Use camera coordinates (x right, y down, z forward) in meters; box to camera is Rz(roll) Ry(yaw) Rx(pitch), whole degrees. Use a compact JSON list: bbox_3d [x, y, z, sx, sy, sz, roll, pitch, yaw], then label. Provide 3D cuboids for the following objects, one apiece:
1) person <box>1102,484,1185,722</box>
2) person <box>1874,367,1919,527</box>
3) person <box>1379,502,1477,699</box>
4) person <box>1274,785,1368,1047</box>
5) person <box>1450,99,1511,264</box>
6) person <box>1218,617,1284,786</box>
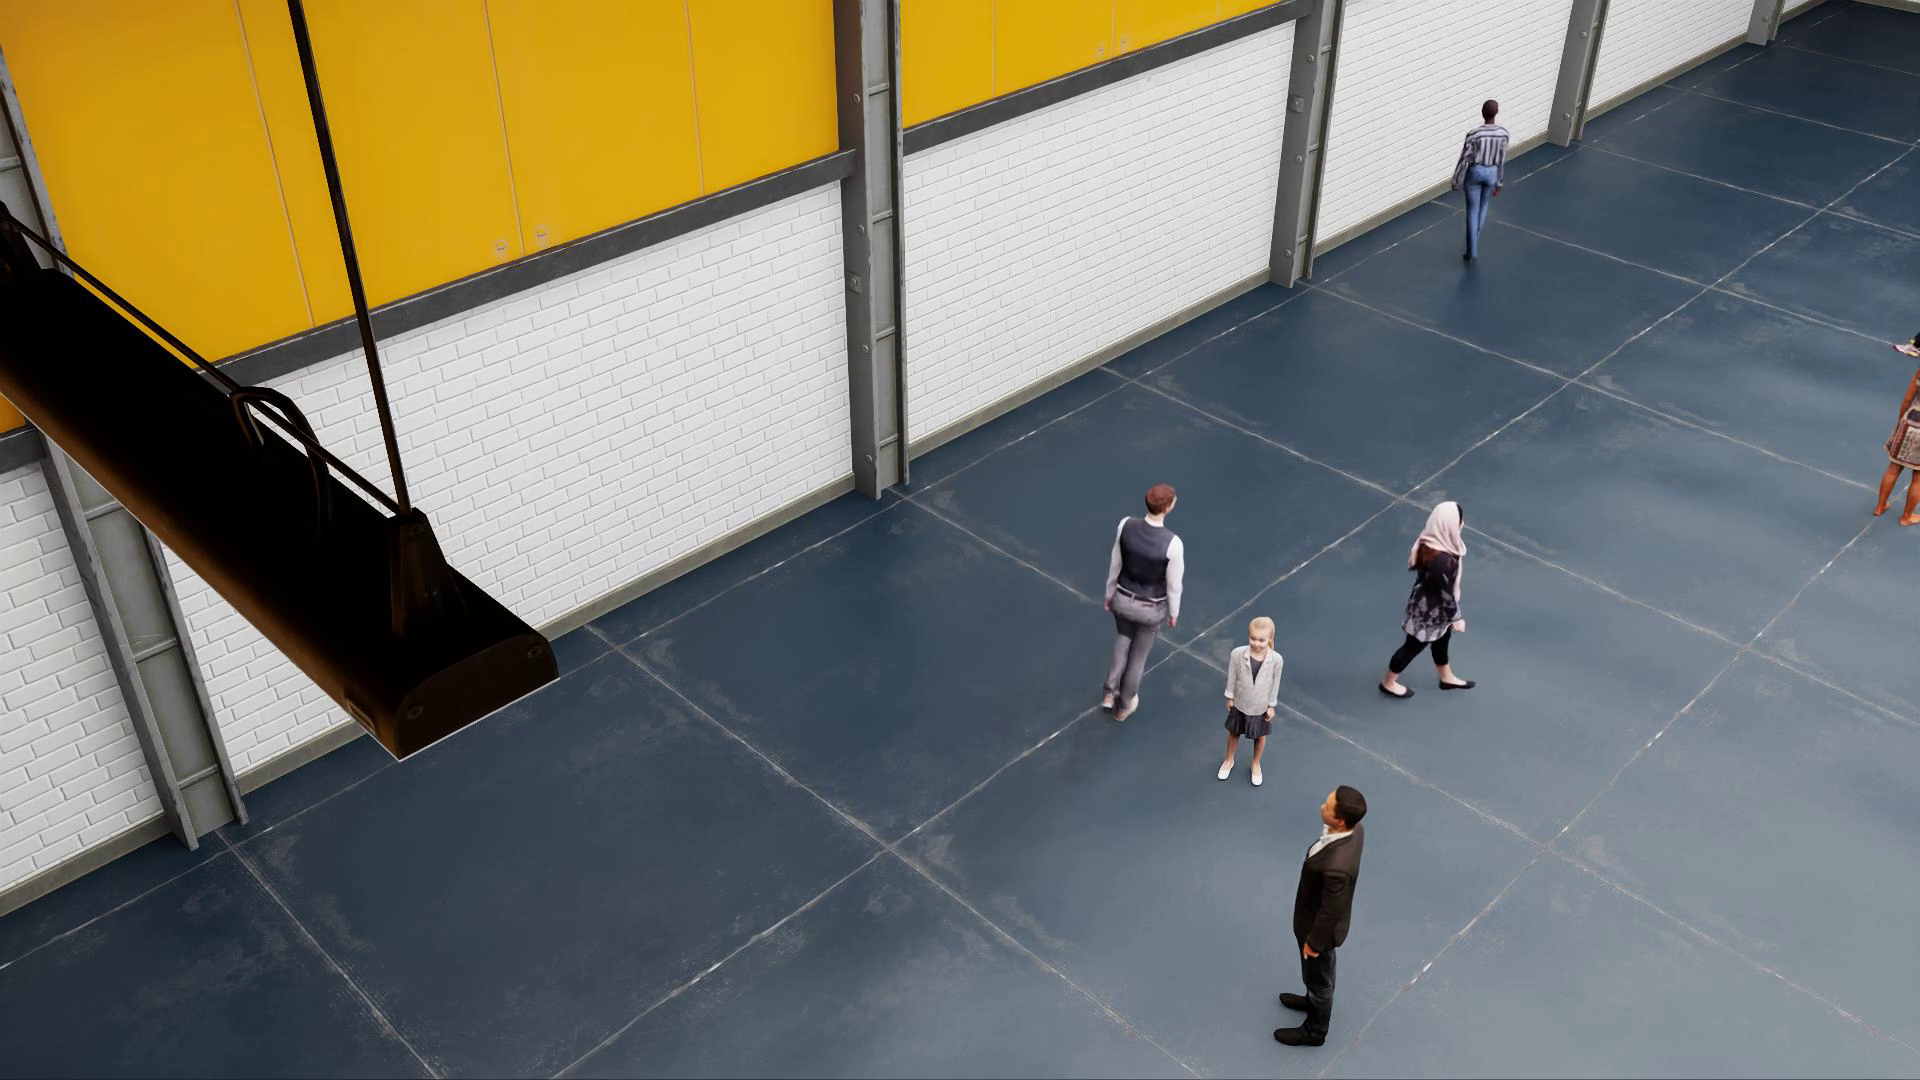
[{"bbox_3d":[1.174,0.481,11.258,0.752,1.925,0.742,18,38,25],"label":"person"},{"bbox_3d":[7.852,-0.890,13.572,0.575,1.645,0.680,-23,40,-30],"label":"person"},{"bbox_3d":[3.205,0.459,11.578,0.986,1.606,0.976,5,34,7],"label":"person"},{"bbox_3d":[1.988,2.034,9.030,0.812,1.805,0.669,9,35,13],"label":"person"},{"bbox_3d":[5.609,-3.806,17.840,0.960,1.778,1.008,-2,34,-3],"label":"person"},{"bbox_3d":[1.928,1.048,10.990,0.595,1.276,0.637,8,34,12],"label":"person"}]
